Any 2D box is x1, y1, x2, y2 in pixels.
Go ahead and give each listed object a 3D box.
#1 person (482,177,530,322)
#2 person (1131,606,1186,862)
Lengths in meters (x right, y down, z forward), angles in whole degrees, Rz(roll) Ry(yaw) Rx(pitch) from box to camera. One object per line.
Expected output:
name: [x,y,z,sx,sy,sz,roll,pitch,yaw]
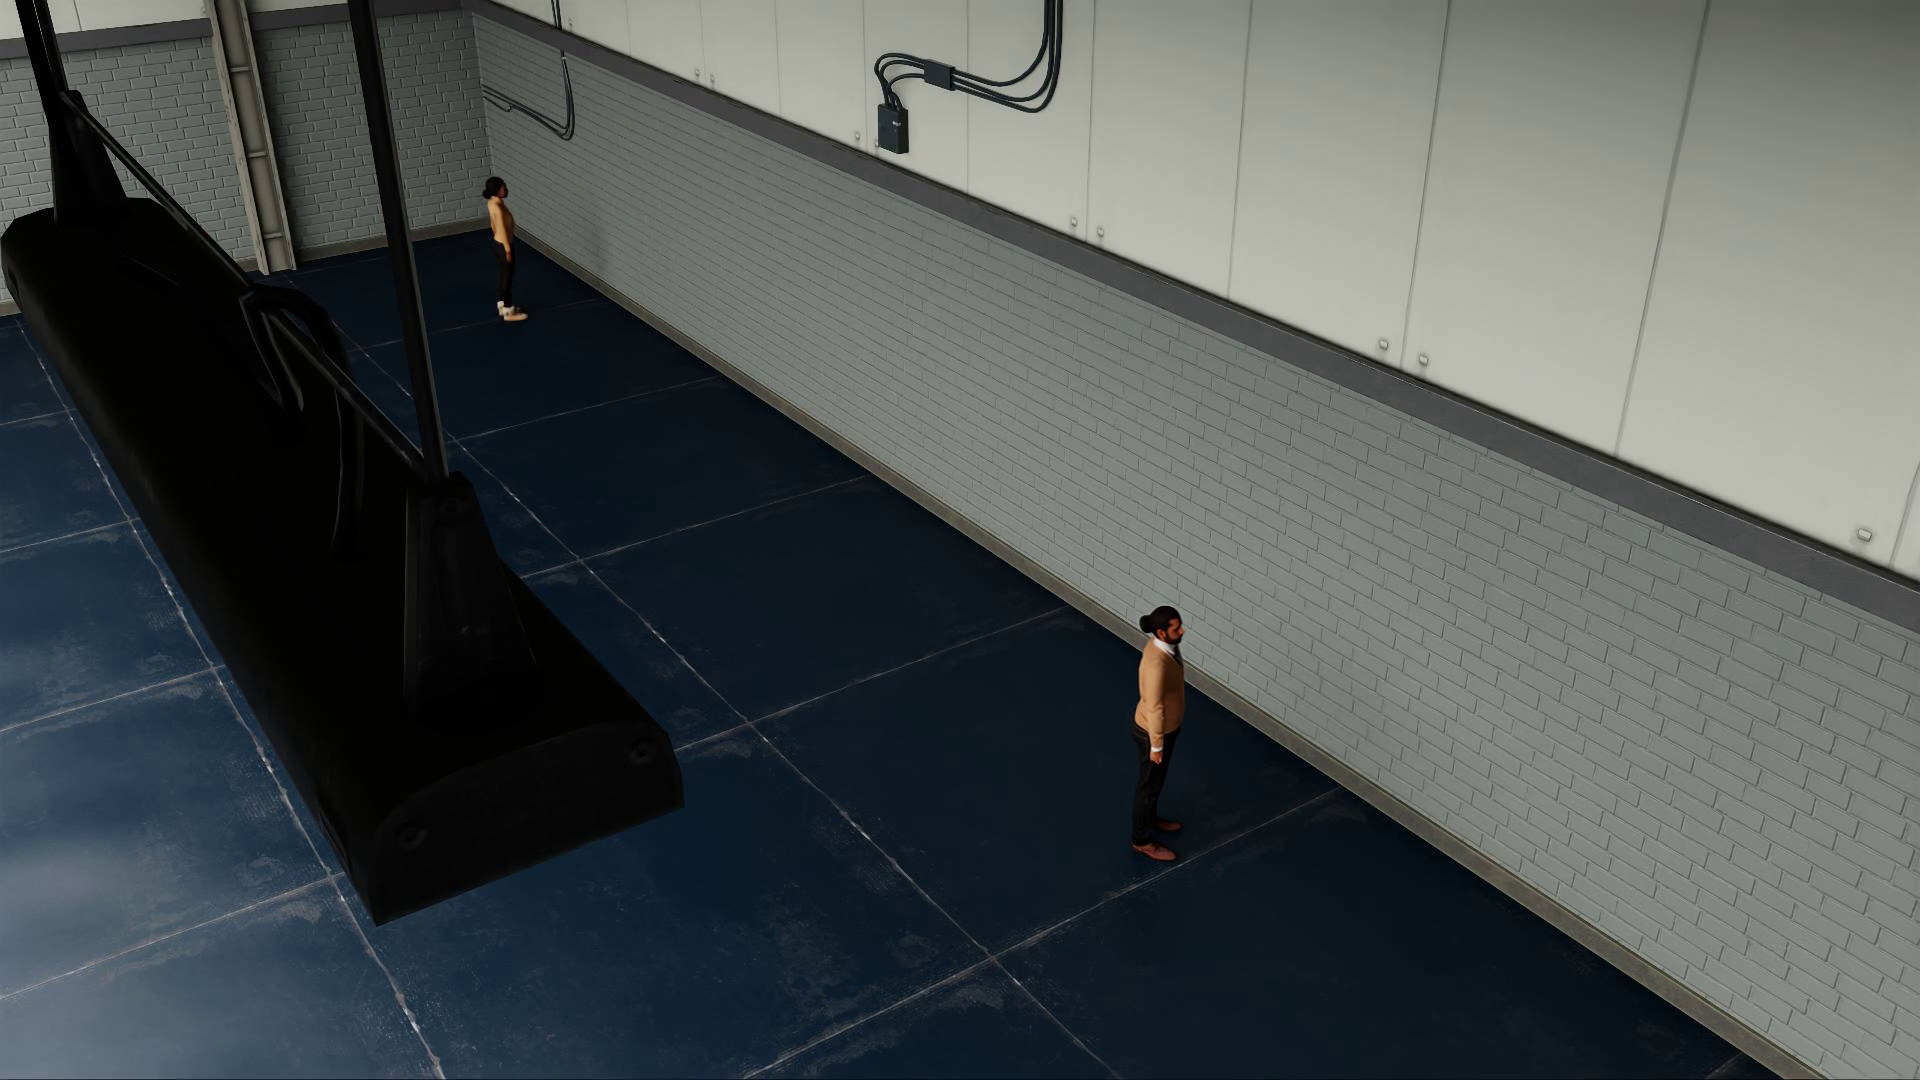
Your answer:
person: [-5.240,-3.351,19.065,0.581,1.659,0.633,-13,31,-23]
person: [1.246,1.179,10.456,0.812,1.754,0.738,6,29,12]
